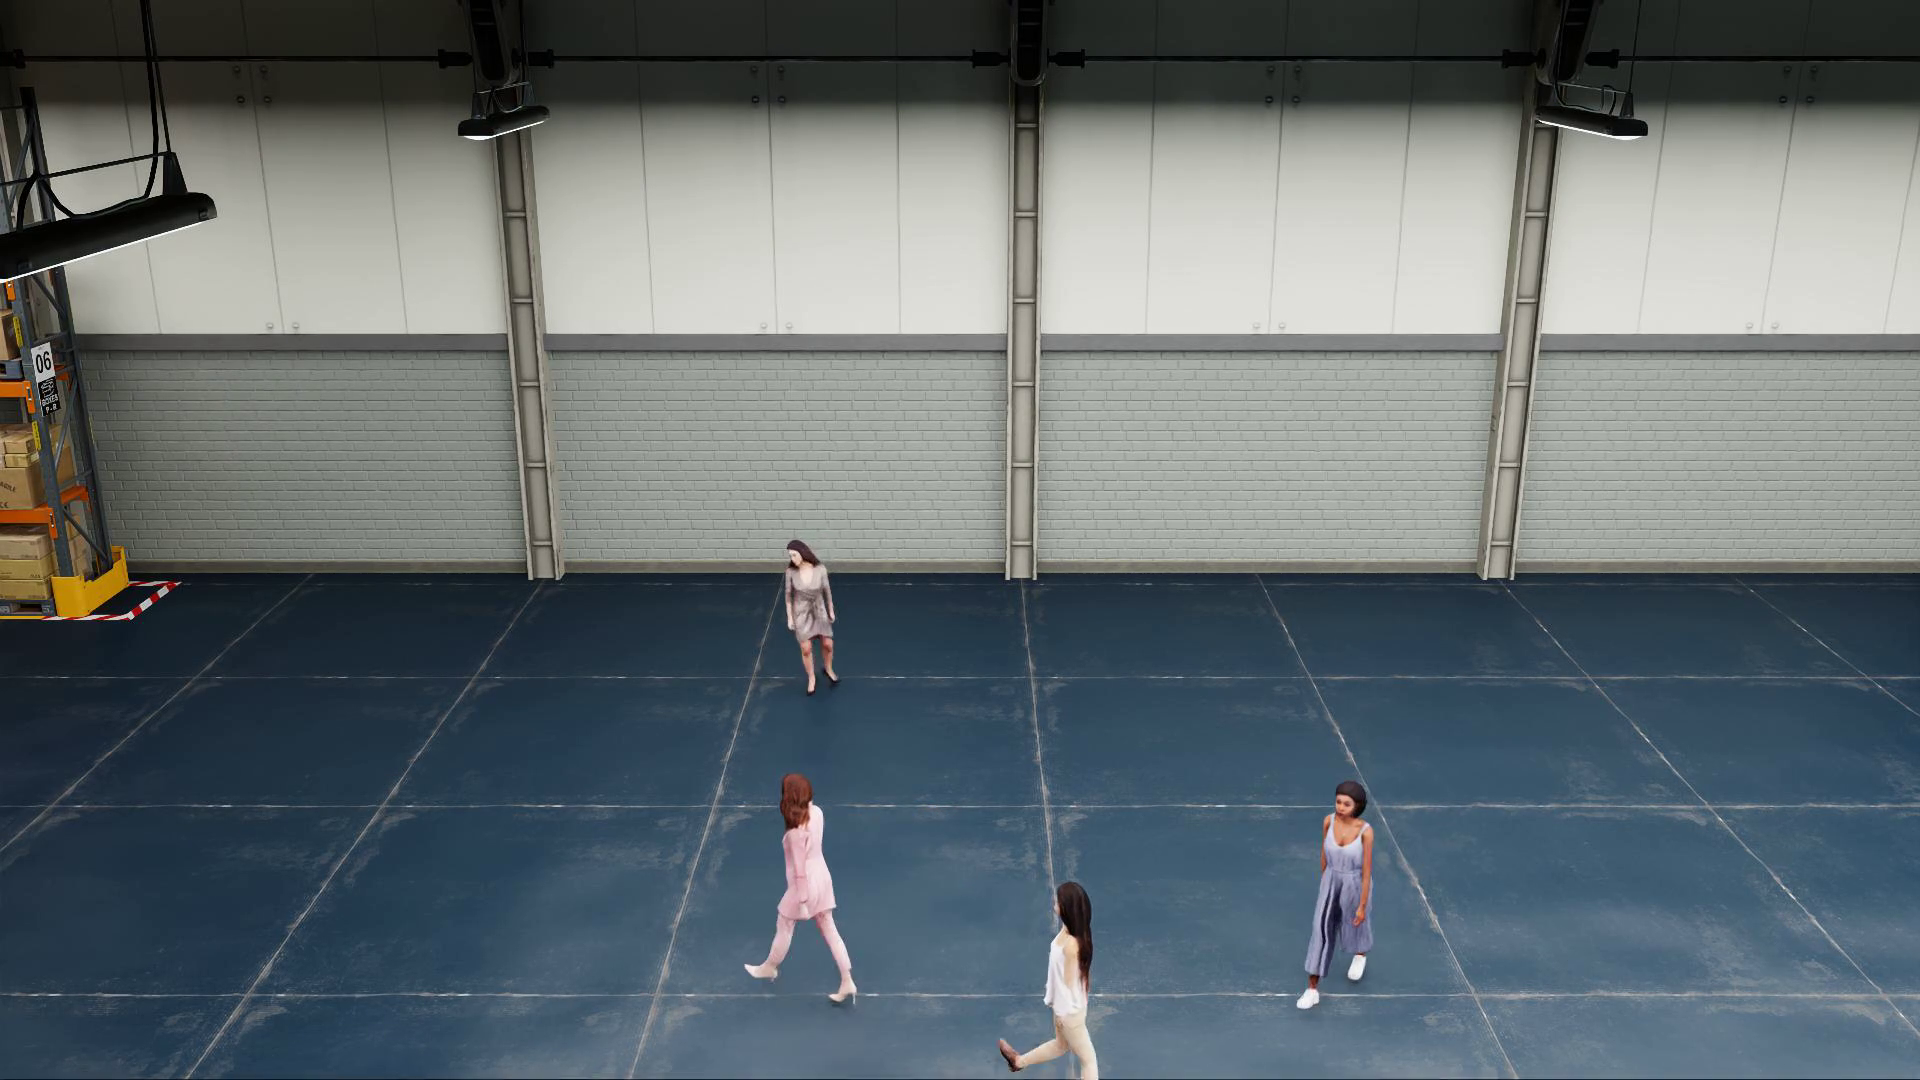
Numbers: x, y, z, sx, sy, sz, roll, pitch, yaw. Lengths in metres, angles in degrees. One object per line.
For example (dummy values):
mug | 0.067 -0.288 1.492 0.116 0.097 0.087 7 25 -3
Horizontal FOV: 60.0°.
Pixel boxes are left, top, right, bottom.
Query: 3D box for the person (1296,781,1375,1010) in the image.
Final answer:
person | 2.828 2.518 12.022 1.118 1.651 1.061 12 22 33

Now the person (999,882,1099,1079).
person | 0.573 2.966 10.665 0.885 1.638 0.595 1 18 2

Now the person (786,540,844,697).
person | -1.514 0.804 17.192 0.664 1.708 0.839 -6 19 -18

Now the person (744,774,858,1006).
person | -0.992 2.529 11.830 1.226 1.749 0.965 9 20 24
